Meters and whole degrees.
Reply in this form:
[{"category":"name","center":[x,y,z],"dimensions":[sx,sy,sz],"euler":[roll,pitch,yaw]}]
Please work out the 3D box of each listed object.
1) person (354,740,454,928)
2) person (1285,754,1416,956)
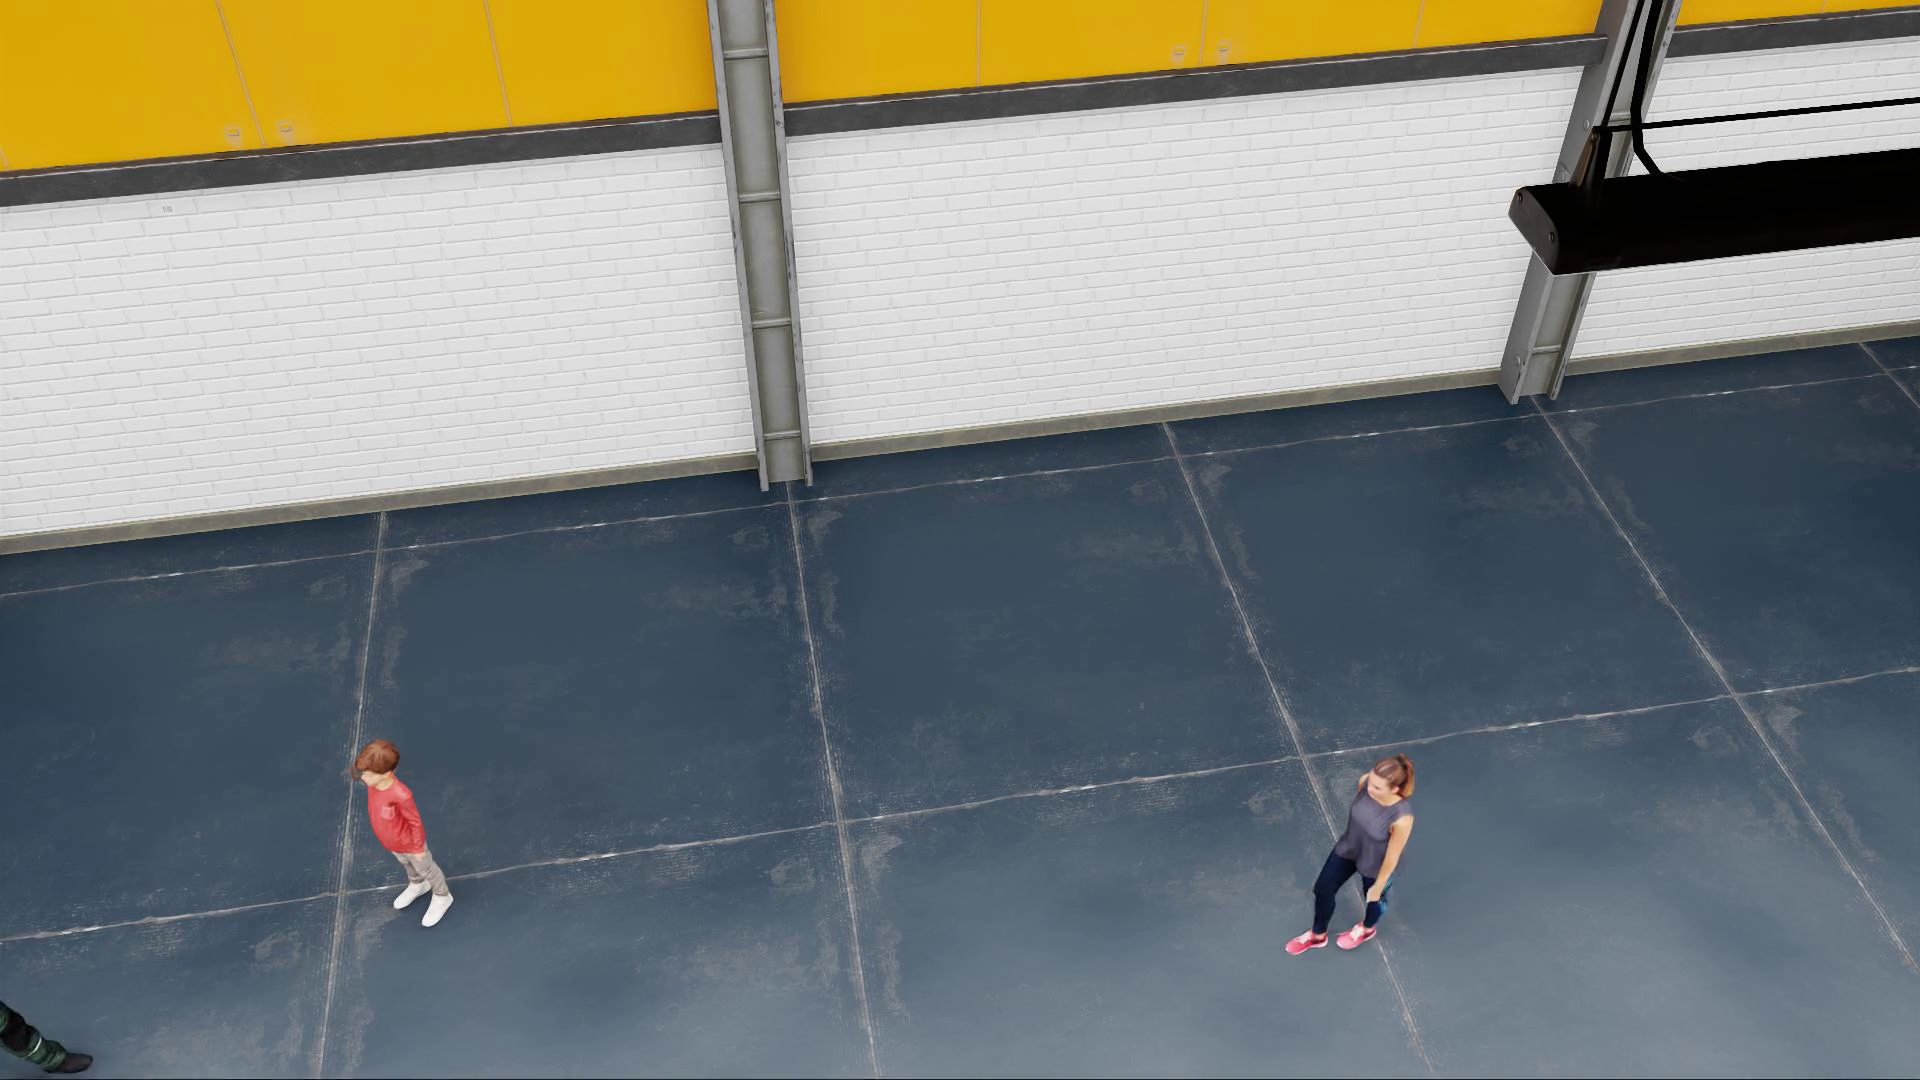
[{"category":"person","center":[-3.154,1.640,9.411],"dimensions":[0.597,1.416,0.658],"euler":[26,49,24]},{"category":"person","center":[2.314,1.713,9.123],"dimensions":[0.877,1.707,0.730],"euler":[-20,47,-20]}]
